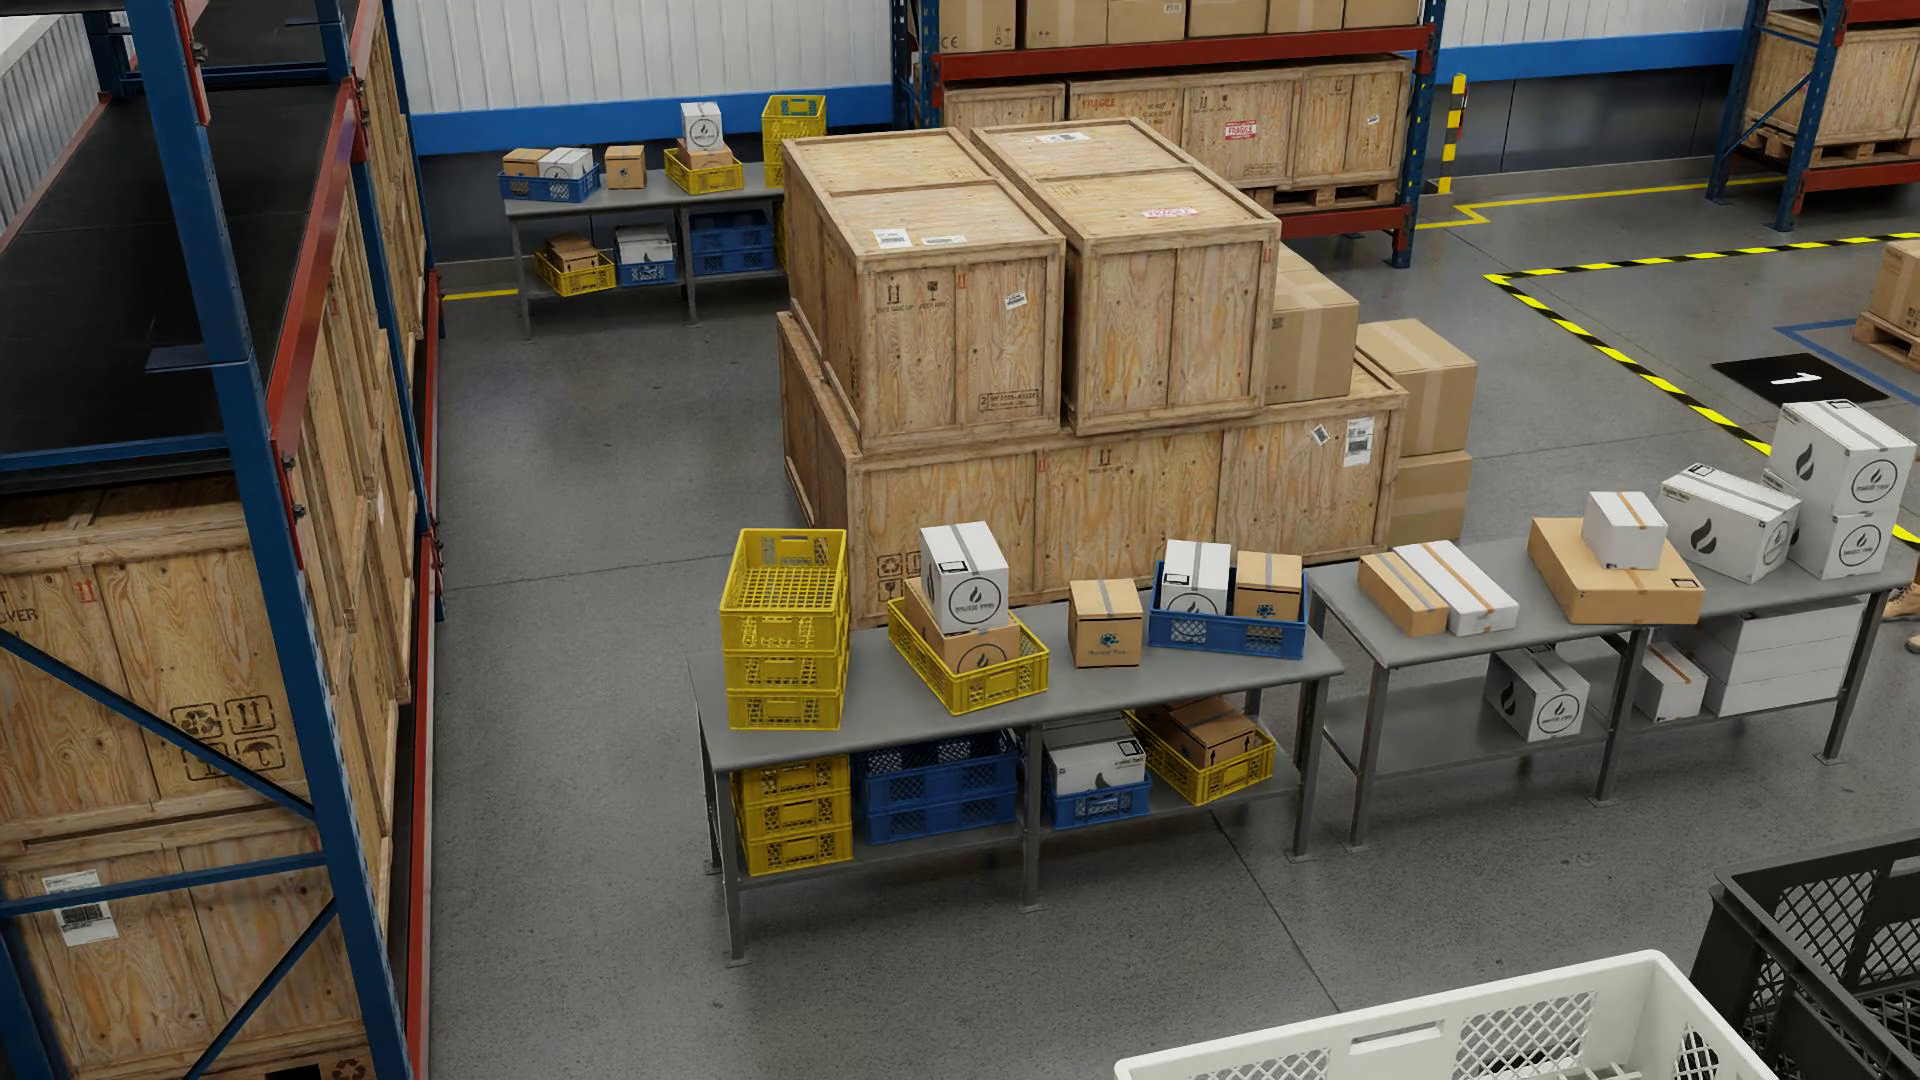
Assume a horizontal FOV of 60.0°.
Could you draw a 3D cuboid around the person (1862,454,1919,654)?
[{"bbox_3d":[4.881,-0.393,8.001,0.390,2.037,0.604,-5,29,-9],"label":"person"}]
